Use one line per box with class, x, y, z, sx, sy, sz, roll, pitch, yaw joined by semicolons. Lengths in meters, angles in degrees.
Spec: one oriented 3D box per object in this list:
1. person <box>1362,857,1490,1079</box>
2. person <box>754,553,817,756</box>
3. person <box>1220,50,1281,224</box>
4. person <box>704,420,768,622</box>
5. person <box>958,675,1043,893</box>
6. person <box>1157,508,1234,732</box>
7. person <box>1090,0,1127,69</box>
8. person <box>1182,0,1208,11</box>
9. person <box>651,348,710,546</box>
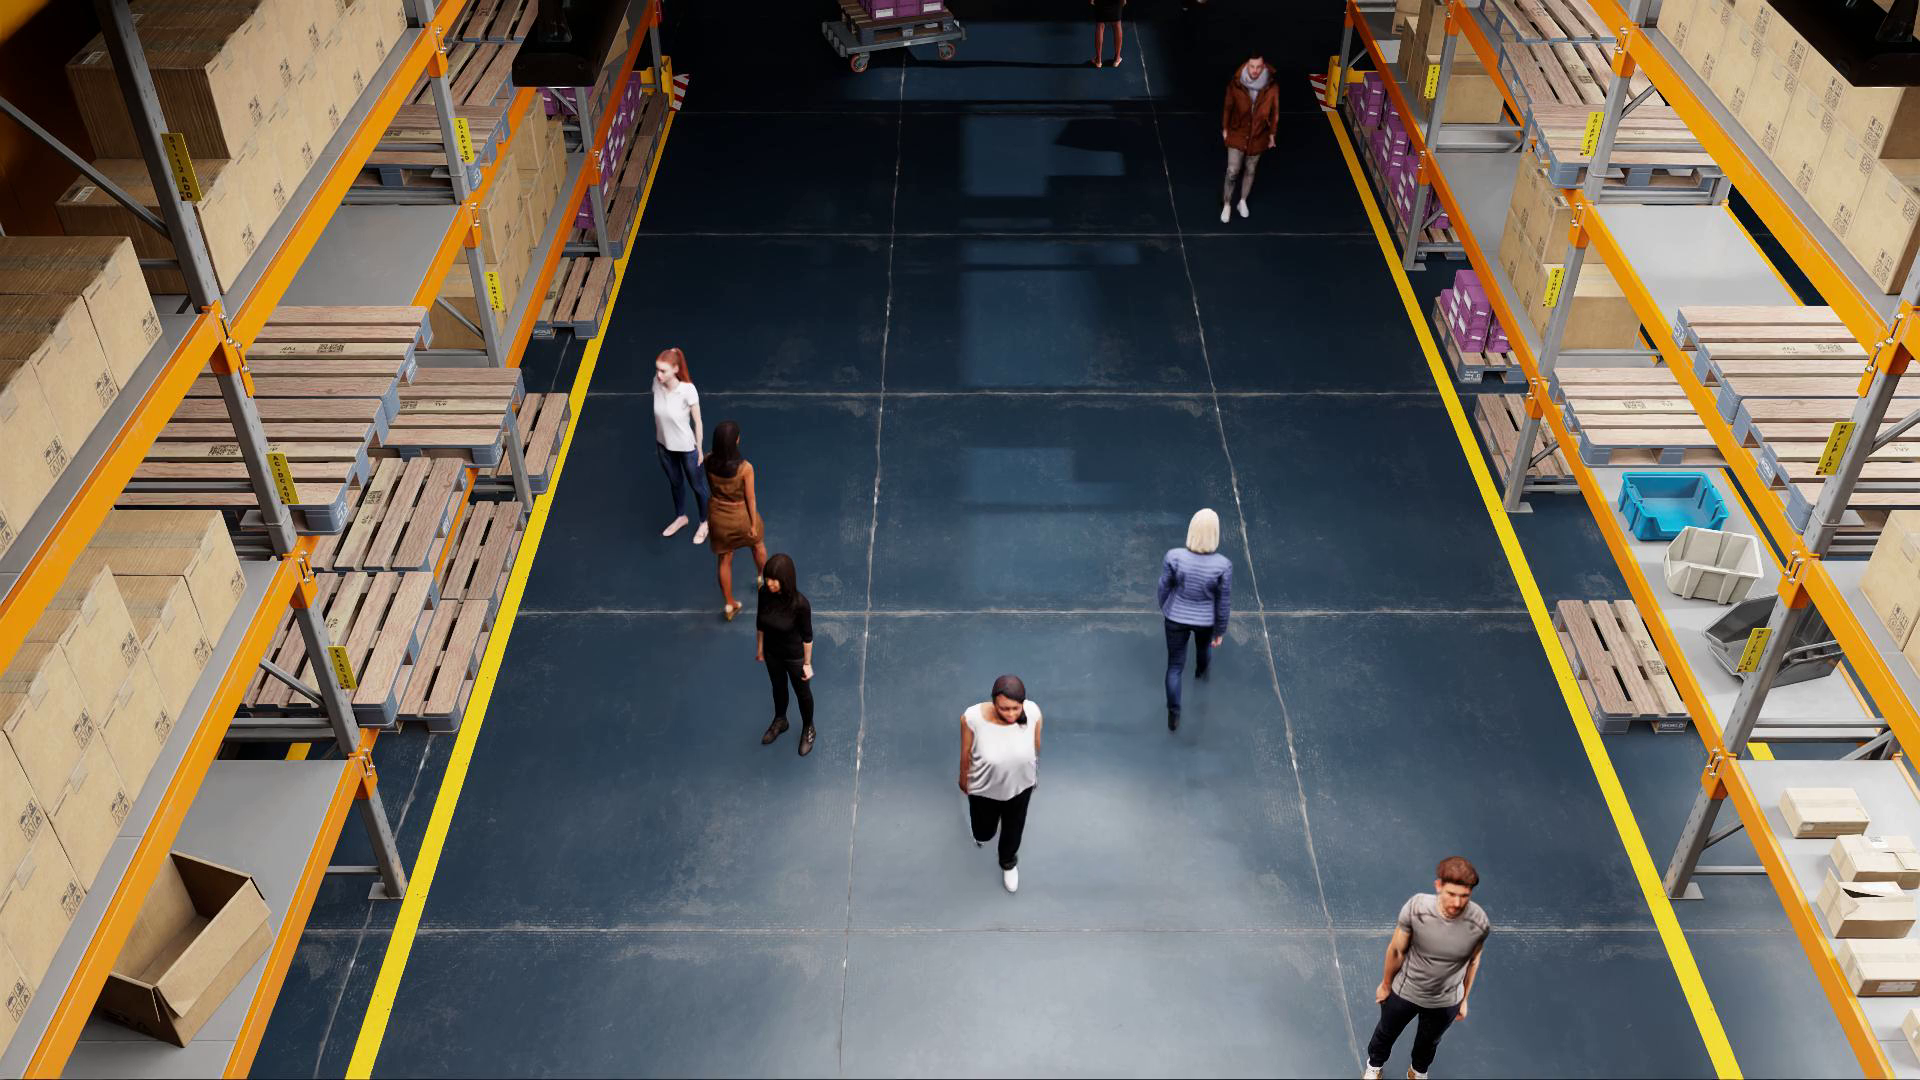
person;2.483;2.368;8.869;0.675;1.900;0.620;6;39;8
person;-1.155;0.737;11.118;0.652;1.642;0.640;16;41;20
person;2.958;-4.211;17.170;0.714;1.821;0.693;-2;39;-3
person;-1.696;-0.092;12.135;0.692;1.668;0.887;9;40;12
person;0.246;1.427;10.226;0.746;1.676;0.841;-7;39;-9
person;1.554;0.581;11.262;0.774;1.706;1.084;6;39;8
person;1.815;-6.637;20.289;0.606;1.720;0.500;-1;39;-1
person;3.069;-7.834;21.659;0.725;1.880;0.698;6;39;7
person;-2.161;-0.739;12.889;0.644;1.737;0.654;17;42;20
